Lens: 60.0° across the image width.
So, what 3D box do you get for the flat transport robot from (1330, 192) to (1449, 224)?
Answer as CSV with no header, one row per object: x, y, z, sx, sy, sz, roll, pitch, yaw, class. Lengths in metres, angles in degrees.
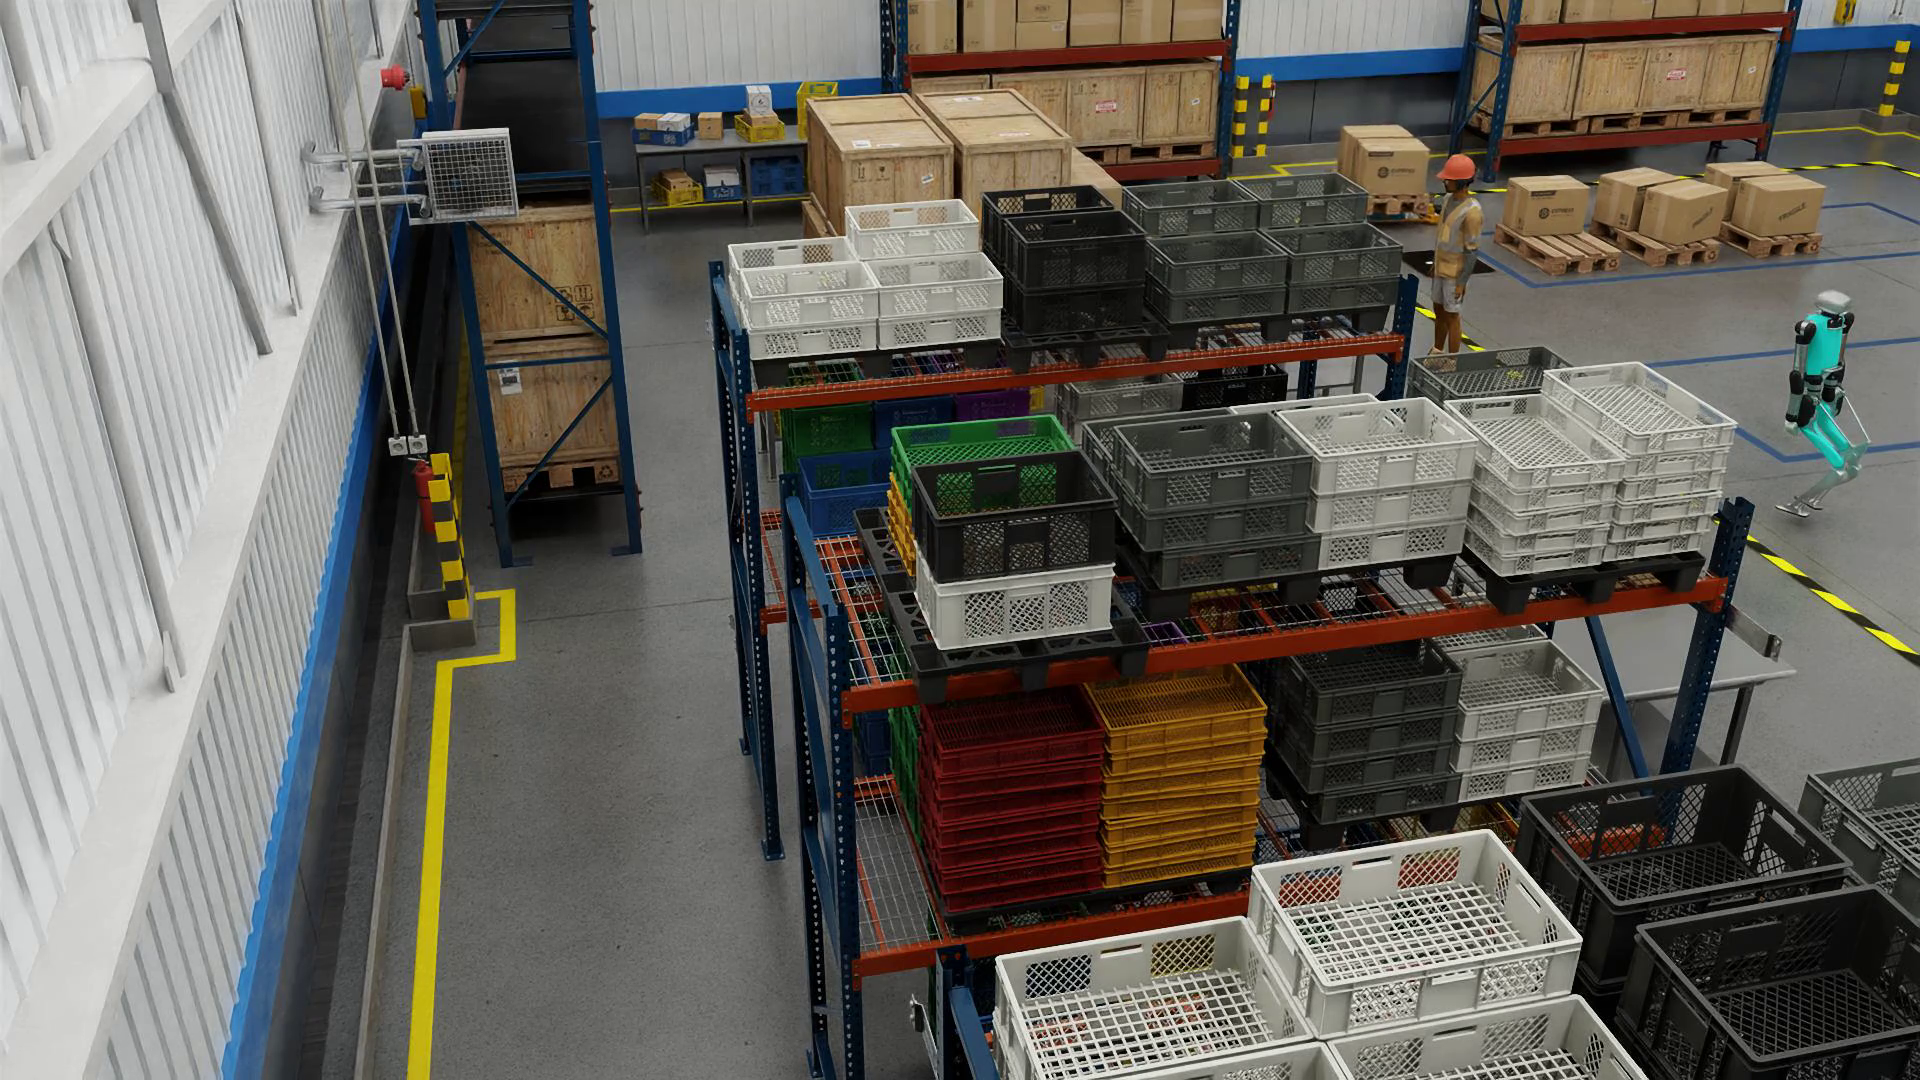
4.891,-3.862,19.344,1.431,0.197,0.652,-2,28,-4,flat transport robot

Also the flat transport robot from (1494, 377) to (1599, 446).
4.780,-1.036,14.013,0.659,0.231,1.431,-6,28,-12,flat transport robot

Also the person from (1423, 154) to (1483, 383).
4.303,-2.388,14.679,0.382,2.038,0.610,-5,28,-9,person

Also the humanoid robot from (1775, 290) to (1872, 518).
6.371,-0.933,12.103,0.533,1.673,0.735,-14,31,-25,humanoid robot
